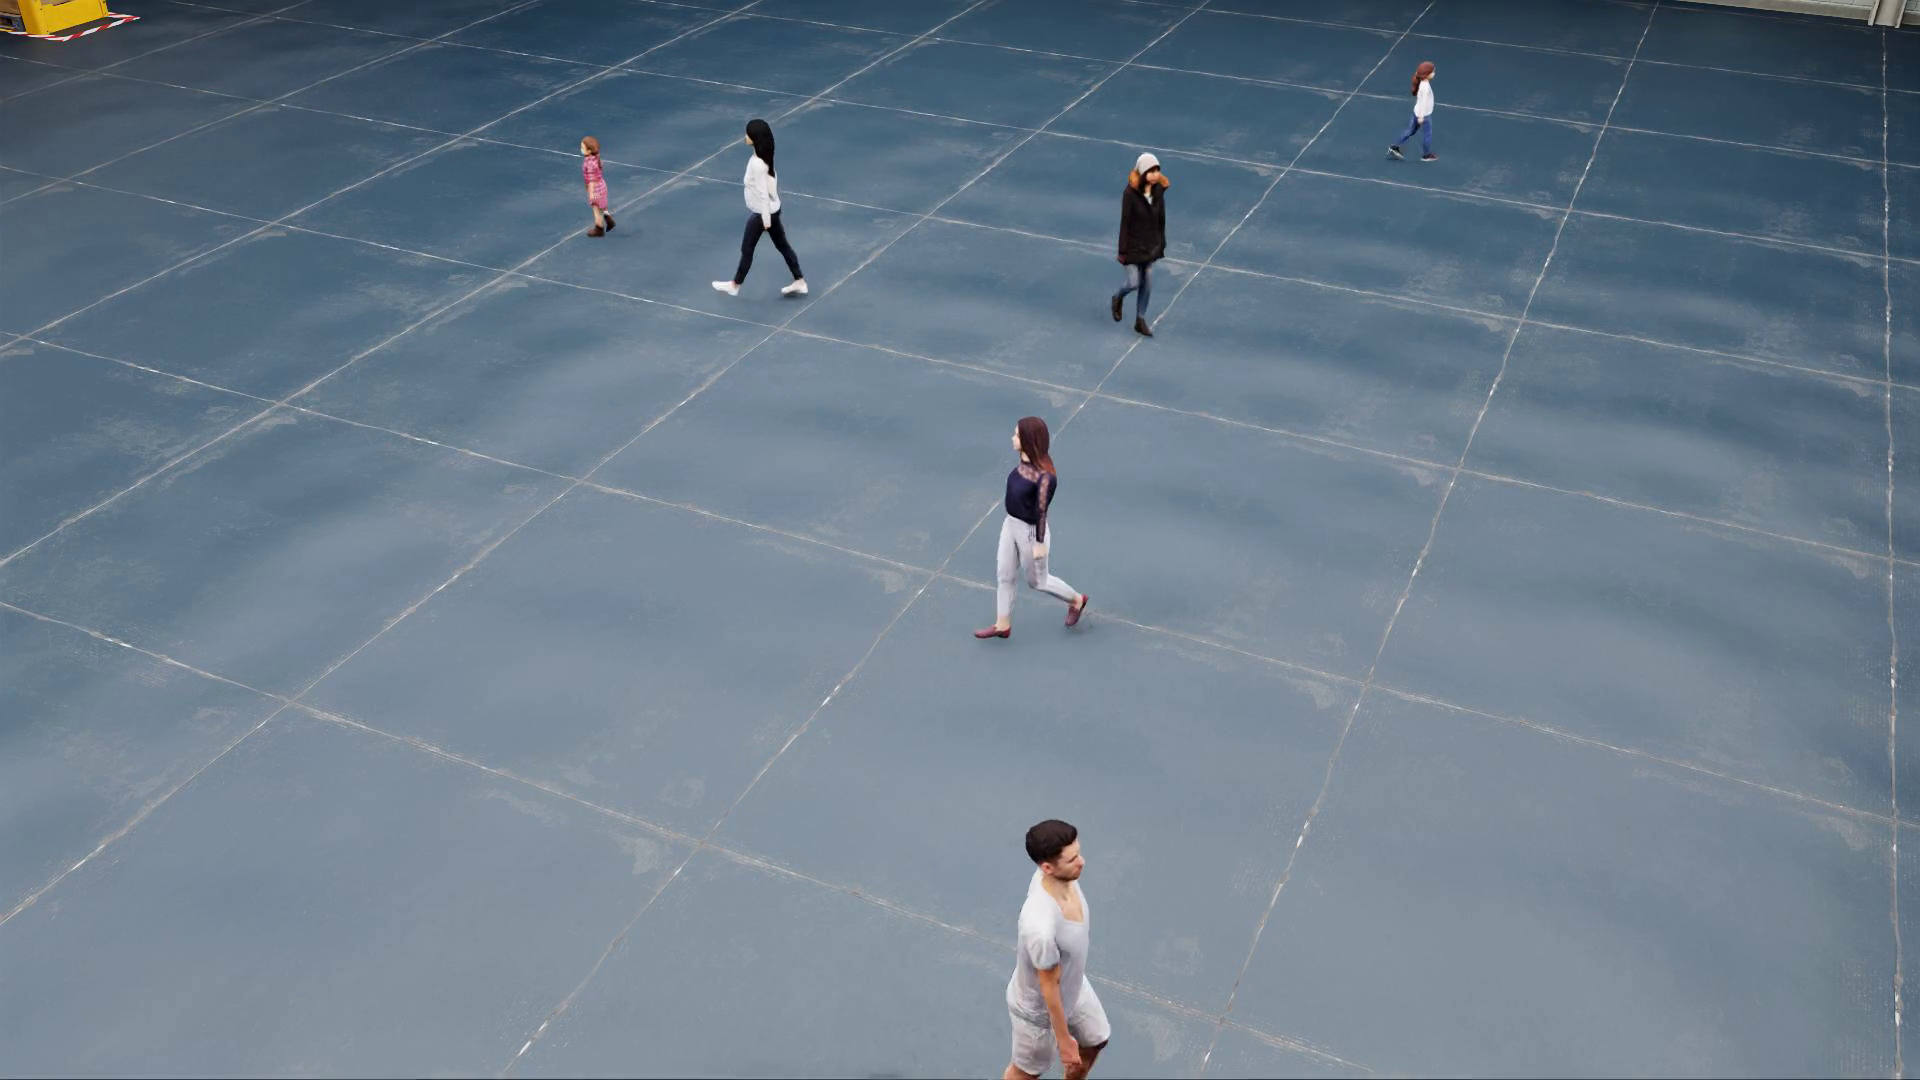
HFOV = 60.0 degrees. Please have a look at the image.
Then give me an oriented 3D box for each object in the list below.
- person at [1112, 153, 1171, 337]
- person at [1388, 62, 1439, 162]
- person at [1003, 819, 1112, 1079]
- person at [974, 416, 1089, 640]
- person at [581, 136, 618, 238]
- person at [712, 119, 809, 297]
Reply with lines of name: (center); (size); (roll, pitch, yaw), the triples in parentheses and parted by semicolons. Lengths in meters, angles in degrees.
person: (1.530, -2.577, 14.452); (0.828, 1.624, 0.894); (-16, 35, -23)
person: (5.042, -4.728, 18.361); (0.827, 1.092, 0.619); (2, 32, 3)
person: (0.289, 1.917, 7.126); (0.760, 1.839, 0.709); (12, 34, 18)
person: (0.484, -0.042, 10.470); (1.066, 1.585, 0.989); (-9, 33, -15)
person: (-3.570, -3.497, 16.477); (0.598, 1.020, 0.525); (1, 32, 2)
person: (-1.671, -2.941, 15.002); (1.187, 1.653, 0.908); (2, 32, 3)
